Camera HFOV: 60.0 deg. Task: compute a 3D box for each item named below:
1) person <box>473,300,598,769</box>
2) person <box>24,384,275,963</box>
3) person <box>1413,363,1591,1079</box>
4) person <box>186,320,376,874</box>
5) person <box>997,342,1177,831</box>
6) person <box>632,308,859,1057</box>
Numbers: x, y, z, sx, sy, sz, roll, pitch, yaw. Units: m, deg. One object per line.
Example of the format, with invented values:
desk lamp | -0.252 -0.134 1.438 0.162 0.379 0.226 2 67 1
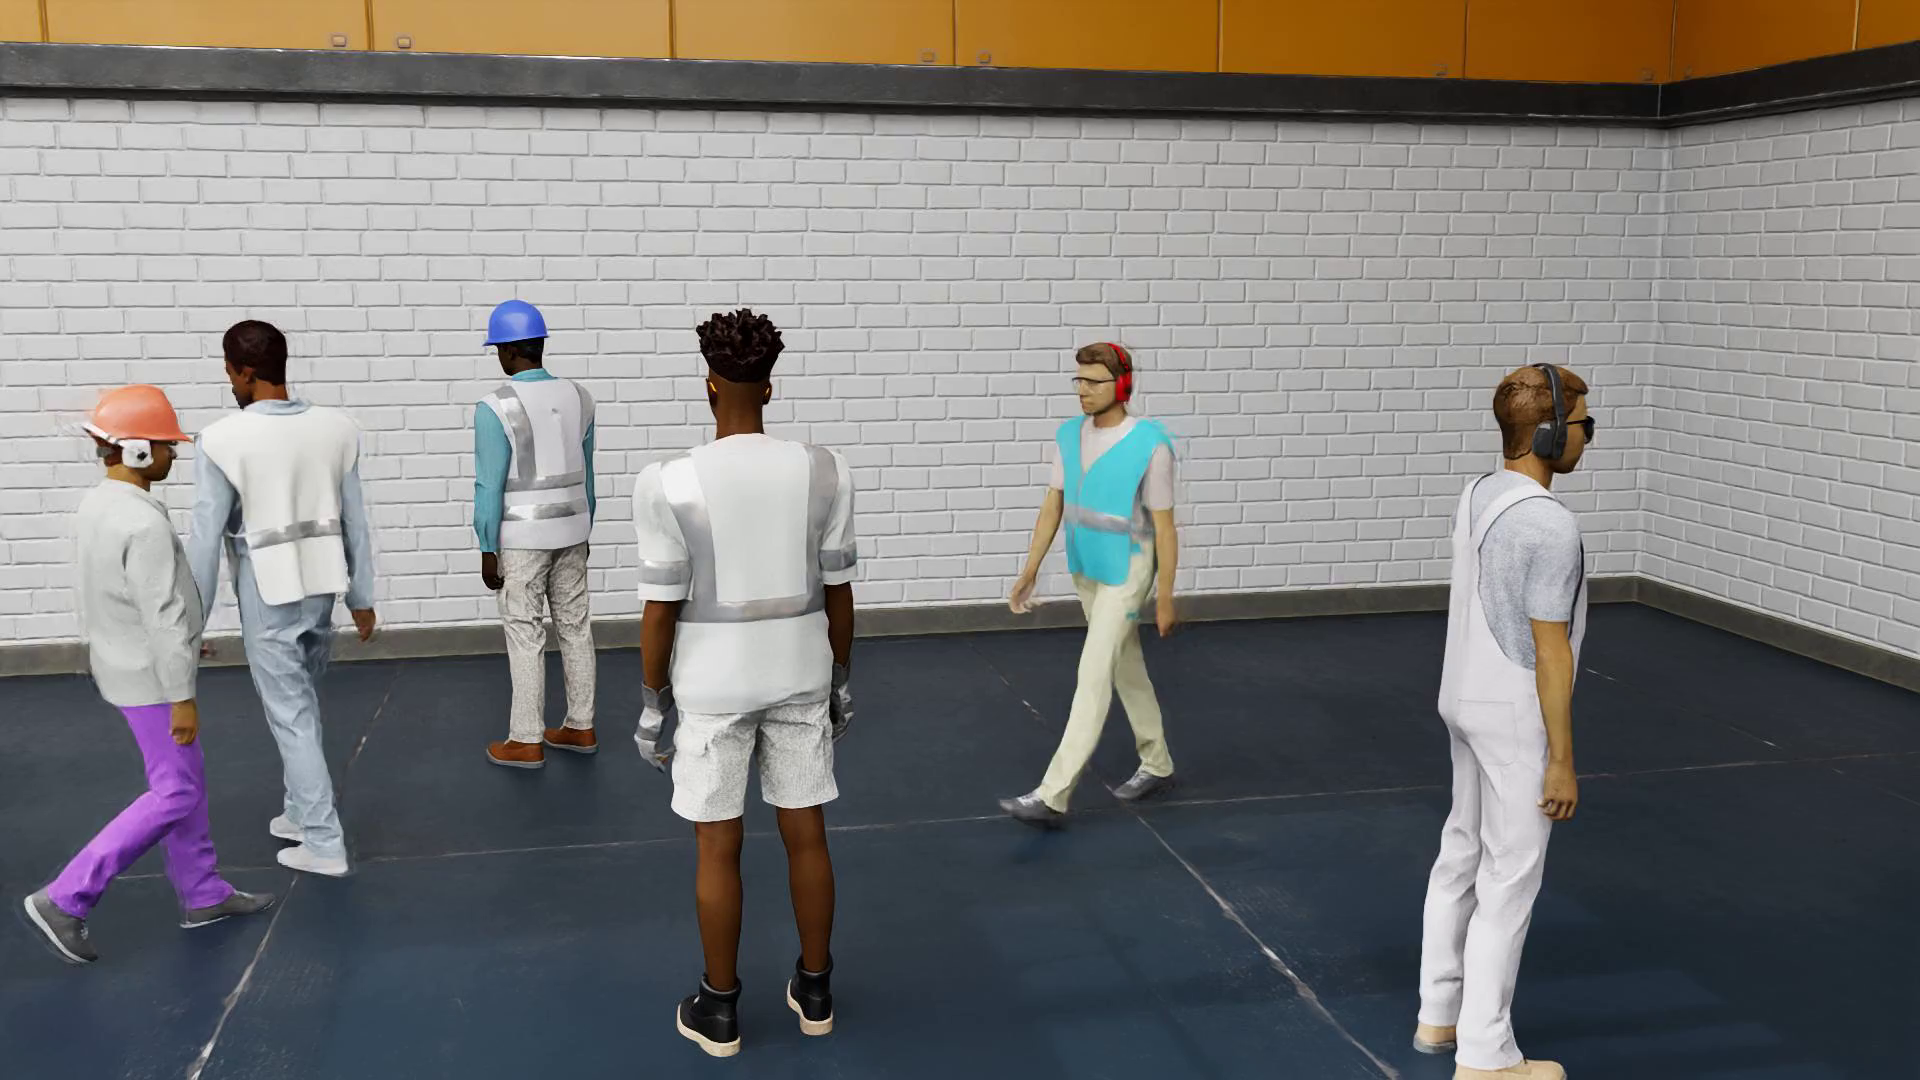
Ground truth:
person | -1.769 -0.021 6.927 0.416 1.939 0.604 6 11 35
person | -2.472 0.397 5.009 0.698 1.728 0.578 -8 12 -40
person | 1.387 0.478 4.182 0.337 1.839 0.508 -1 9 -9
person | -2.386 0.198 5.717 0.722 1.890 0.608 5 11 30
person | 0.493 0.164 6.233 0.981 1.790 0.584 -6 11 -33
person | -0.559 0.379 4.393 0.603 1.967 0.367 -4 10 -24
